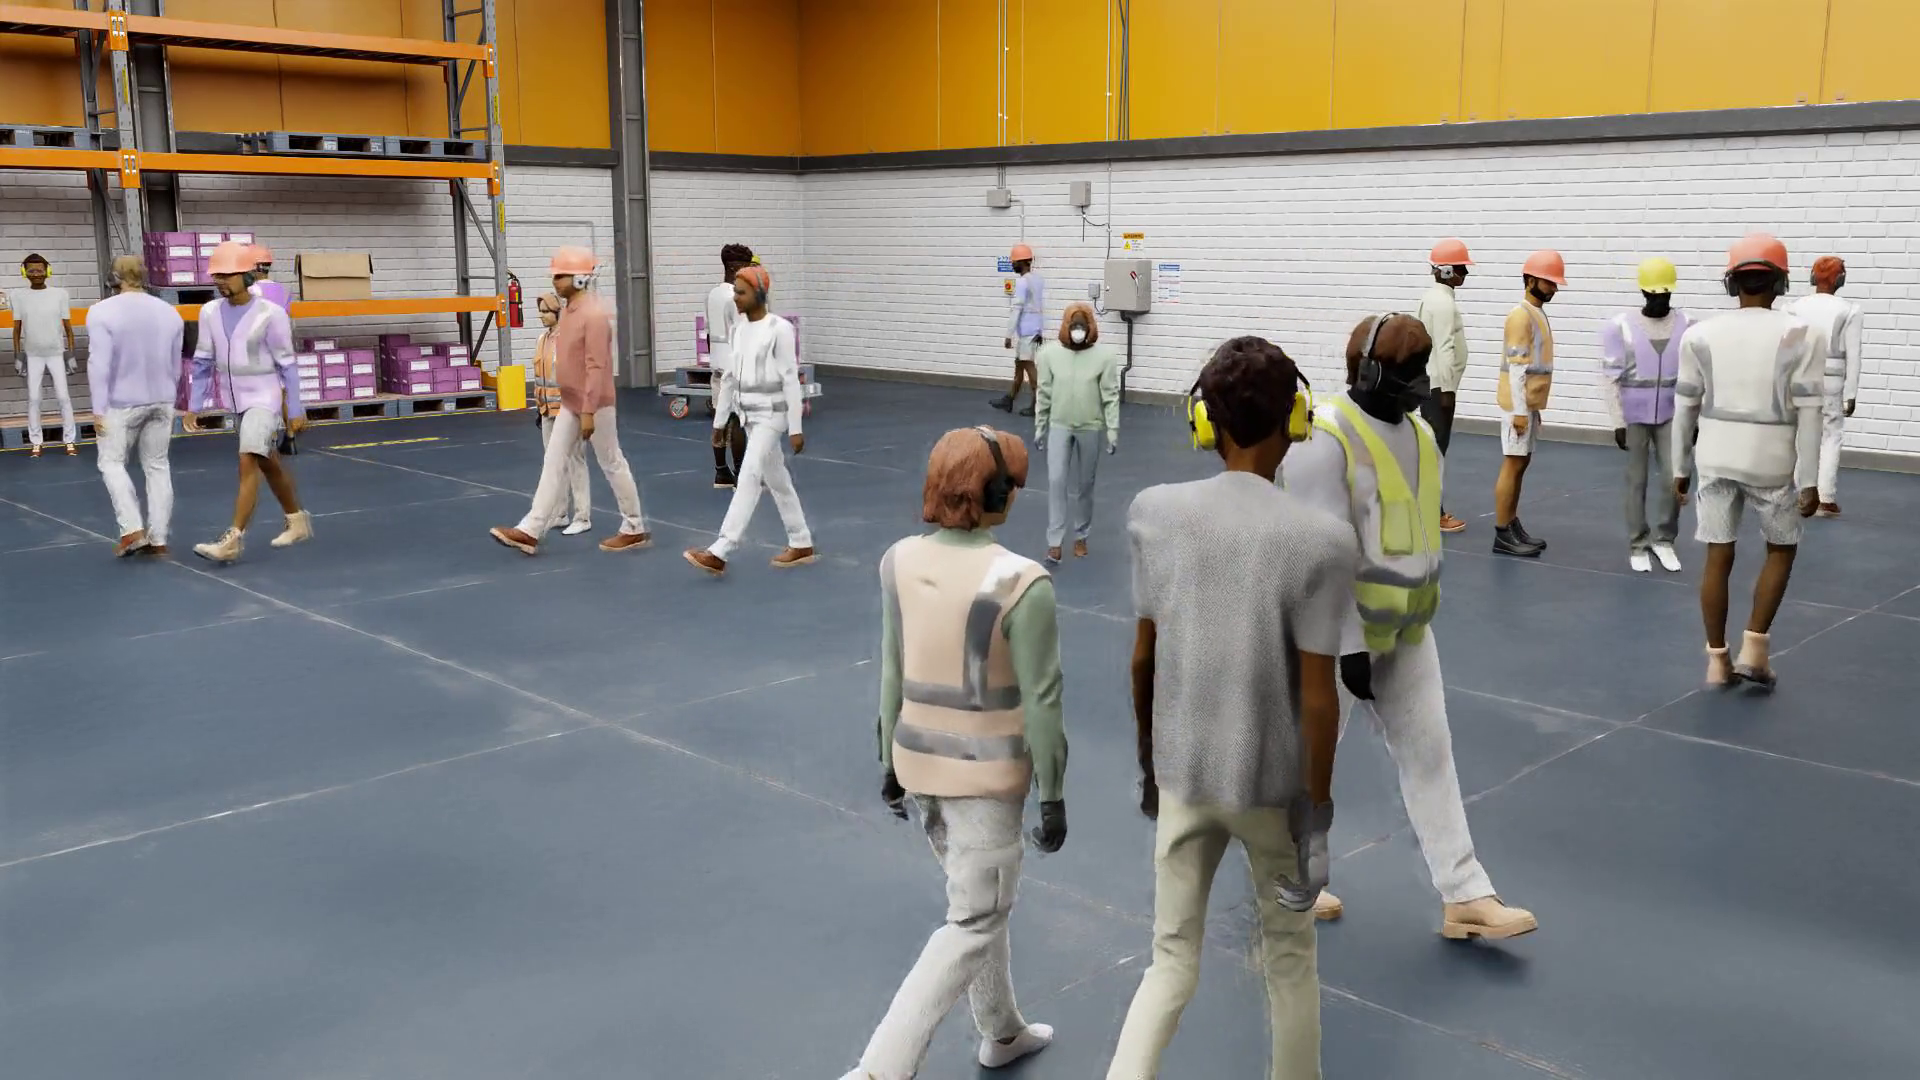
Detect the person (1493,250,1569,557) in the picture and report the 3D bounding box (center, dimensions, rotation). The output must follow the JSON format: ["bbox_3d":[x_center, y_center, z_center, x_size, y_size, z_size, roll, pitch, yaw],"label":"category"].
[{"bbox_3d":[3.620,-0.864,10.569,0.385,1.927,0.545,6,12,30],"label":"person"}]

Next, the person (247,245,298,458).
[{"bbox_3d":[-6.336,-1.712,15.165,0.367,1.933,0.553,4,11,20],"label":"person"}]

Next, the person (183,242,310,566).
[{"bbox_3d":[-4.471,-0.858,10.410,0.618,1.982,1.071,4,11,21],"label":"person"}]

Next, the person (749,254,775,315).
[{"bbox_3d":[-2.762,-2.975,22.532,0.523,1.763,0.329,-4,11,-21],"label":"person"}]

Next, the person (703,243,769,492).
[{"bbox_3d":[-1.787,-1.361,13.189,0.378,1.958,0.600,-8,13,-38],"label":"person"}]

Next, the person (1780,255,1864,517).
[{"bbox_3d":[6.180,-1.107,12.017,0.603,1.883,0.380,10,14,43],"label":"person"}]

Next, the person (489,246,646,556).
[{"bbox_3d":[-2.441,-0.849,10.419,1.027,1.941,0.648,-8,13,-36],"label":"person"}]

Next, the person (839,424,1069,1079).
[{"bbox_3d":[-0.025,0.548,3.750,0.781,1.608,0.520,-10,15,-44],"label":"person"}]

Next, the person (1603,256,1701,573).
[{"bbox_3d":[4.132,-0.733,9.936,0.608,1.897,0.502,2,11,8],"label":"person"}]

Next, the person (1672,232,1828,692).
[{"bbox_3d":[3.475,-0.329,7.352,0.647,2.030,0.458,9,14,40],"label":"person"}]

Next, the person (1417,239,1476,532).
[{"bbox_3d":[3.313,-1.063,11.465,0.381,1.993,0.622,1,10,4],"label":"person"}]

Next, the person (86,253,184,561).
[{"bbox_3d":[-5.112,-0.820,10.371,0.463,1.910,0.659,7,12,33],"label":"person"}]

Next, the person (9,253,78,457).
[{"bbox_3d":[-8.382,-1.683,15.232,0.505,1.860,0.320,-5,11,-24],"label":"person"}]

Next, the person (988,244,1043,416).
[{"bbox_3d":[0.622,-2.347,18.681,0.783,1.910,0.572,4,11,22],"label":"person"}]

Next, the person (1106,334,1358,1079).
[{"bbox_3d":[0.508,0.516,3.316,0.509,1.839,0.793,5,12,27],"label":"person"}]

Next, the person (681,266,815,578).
[{"bbox_3d":[-1.268,-0.700,9.917,0.990,1.829,0.608,-8,13,-37],"label":"person"}]

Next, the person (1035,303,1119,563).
[{"bbox_3d":[0.714,-0.645,10.242,0.520,1.594,0.785,1,10,5],"label":"person"}]

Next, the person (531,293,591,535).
[{"bbox_3d":[-2.711,-0.854,11.297,0.523,1.639,0.309,9,14,40],"label":"person"}]

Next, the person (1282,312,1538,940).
[{"bbox_3d":[1.233,0.271,4.717,0.632,1.801,0.916,-8,13,-37],"label":"person"}]
